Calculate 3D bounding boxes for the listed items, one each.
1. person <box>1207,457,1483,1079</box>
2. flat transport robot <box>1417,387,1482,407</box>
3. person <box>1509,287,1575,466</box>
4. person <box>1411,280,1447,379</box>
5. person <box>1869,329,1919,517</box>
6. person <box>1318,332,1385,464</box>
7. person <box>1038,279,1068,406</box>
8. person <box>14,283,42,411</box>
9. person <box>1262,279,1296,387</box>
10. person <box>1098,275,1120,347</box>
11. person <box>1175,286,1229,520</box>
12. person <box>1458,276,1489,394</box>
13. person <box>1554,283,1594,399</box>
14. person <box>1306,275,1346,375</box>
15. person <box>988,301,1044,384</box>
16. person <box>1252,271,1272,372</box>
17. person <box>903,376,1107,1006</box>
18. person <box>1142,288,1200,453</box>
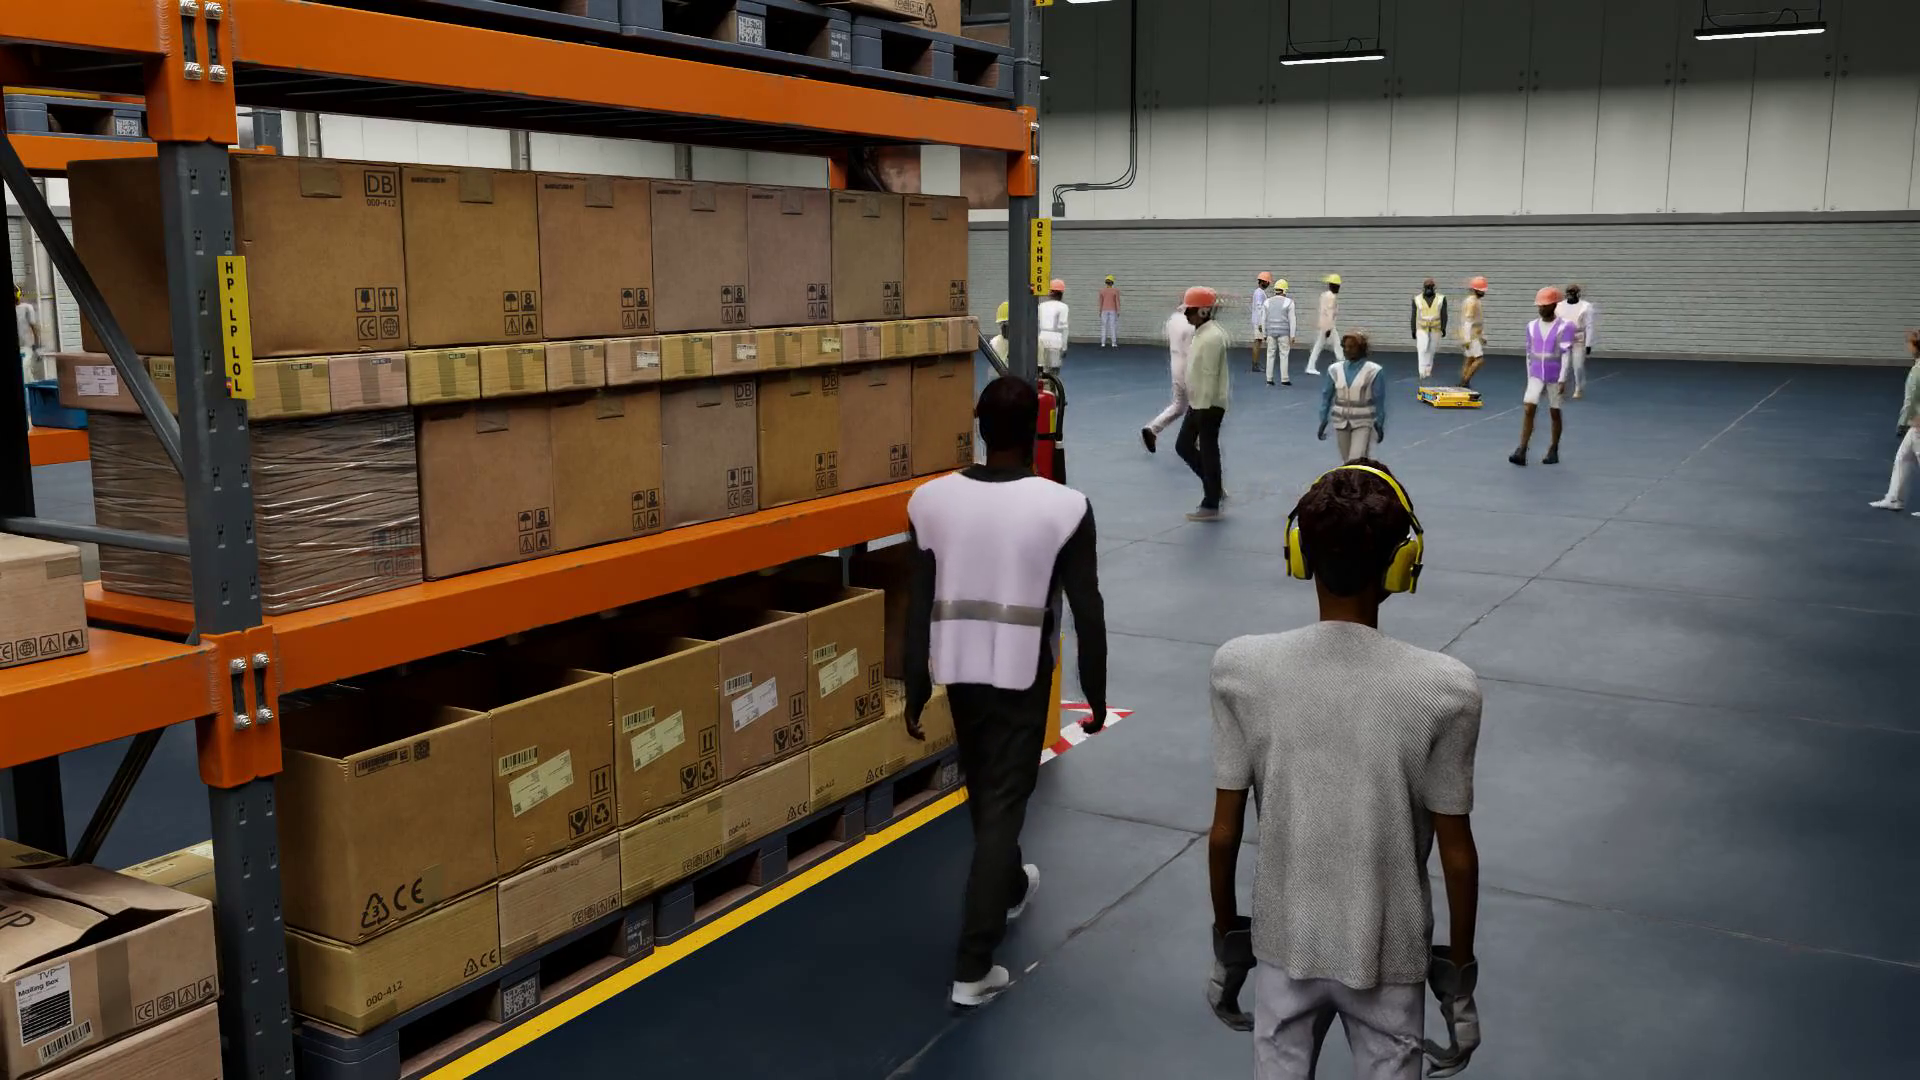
[{"bbox_3d":[0.705,0.781,3.069,0.509,1.872,0.328,4,11,23],"label":"person"},{"bbox_3d":[7.332,-2.156,24.934,0.652,0.197,1.431,1,10,4],"label":"flat transport robot"},{"bbox_3d":[6.178,-1.716,17.634,0.552,1.890,0.953,8,13,40],"label":"person"},{"bbox_3d":[8.566,-3.859,30.429,0.624,1.809,0.887,1,10,8],"label":"person"},{"bbox_3d":[8.108,-0.996,14.200,0.738,1.606,0.530,9,13,42],"label":"person"},{"bbox_3d":[3.345,-0.978,14.177,0.539,1.593,0.872,7,12,36],"label":"person"},{"bbox_3d":[1.306,-2.878,24.410,0.548,1.908,0.822,9,13,42],"label":"person"},{"bbox_3d":[-13.466,-2.731,23.706,0.540,1.837,0.780,3,10,19],"label":"person"},{"bbox_3d":[5.459,-3.530,28.426,0.601,1.827,0.403,6,12,33],"label":"person"},{"bbox_3d":[3.653,-5.593,40.689,0.533,1.768,0.310,3,10,14],"label":"person"},{"bbox_3d":[2.041,-1.143,14.025,0.433,1.980,0.631,-1,10,-7],"label":"person"},{"bbox_3d":[8.144,-3.201,26.269,0.437,1.907,0.581,4,10,20],"label":"person"},{"bbox_3d":[9.474,-3.060,25.732,0.632,1.812,0.861,6,12,34],"label":"person"},{"bbox_3d":[6.959,-4.017,31.132,0.989,1.872,0.608,0,10,-1],"label":"person"},{"bbox_3d":[0.547,-1.364,15.808,0.597,1.807,0.598,5,11,26],"label":"person"},{"bbox_3d":[5.811,-4.199,32.050,0.372,1.930,0.543,2,10,10],"label":"person"},{"bbox_3d":[0.146,0.423,5.200,0.611,1.859,1.022,4,10,21],"label":"person"},{"bbox_3d":[2.452,-1.847,18.398,0.758,1.889,0.644,-3,10,-16],"label":"person"}]
